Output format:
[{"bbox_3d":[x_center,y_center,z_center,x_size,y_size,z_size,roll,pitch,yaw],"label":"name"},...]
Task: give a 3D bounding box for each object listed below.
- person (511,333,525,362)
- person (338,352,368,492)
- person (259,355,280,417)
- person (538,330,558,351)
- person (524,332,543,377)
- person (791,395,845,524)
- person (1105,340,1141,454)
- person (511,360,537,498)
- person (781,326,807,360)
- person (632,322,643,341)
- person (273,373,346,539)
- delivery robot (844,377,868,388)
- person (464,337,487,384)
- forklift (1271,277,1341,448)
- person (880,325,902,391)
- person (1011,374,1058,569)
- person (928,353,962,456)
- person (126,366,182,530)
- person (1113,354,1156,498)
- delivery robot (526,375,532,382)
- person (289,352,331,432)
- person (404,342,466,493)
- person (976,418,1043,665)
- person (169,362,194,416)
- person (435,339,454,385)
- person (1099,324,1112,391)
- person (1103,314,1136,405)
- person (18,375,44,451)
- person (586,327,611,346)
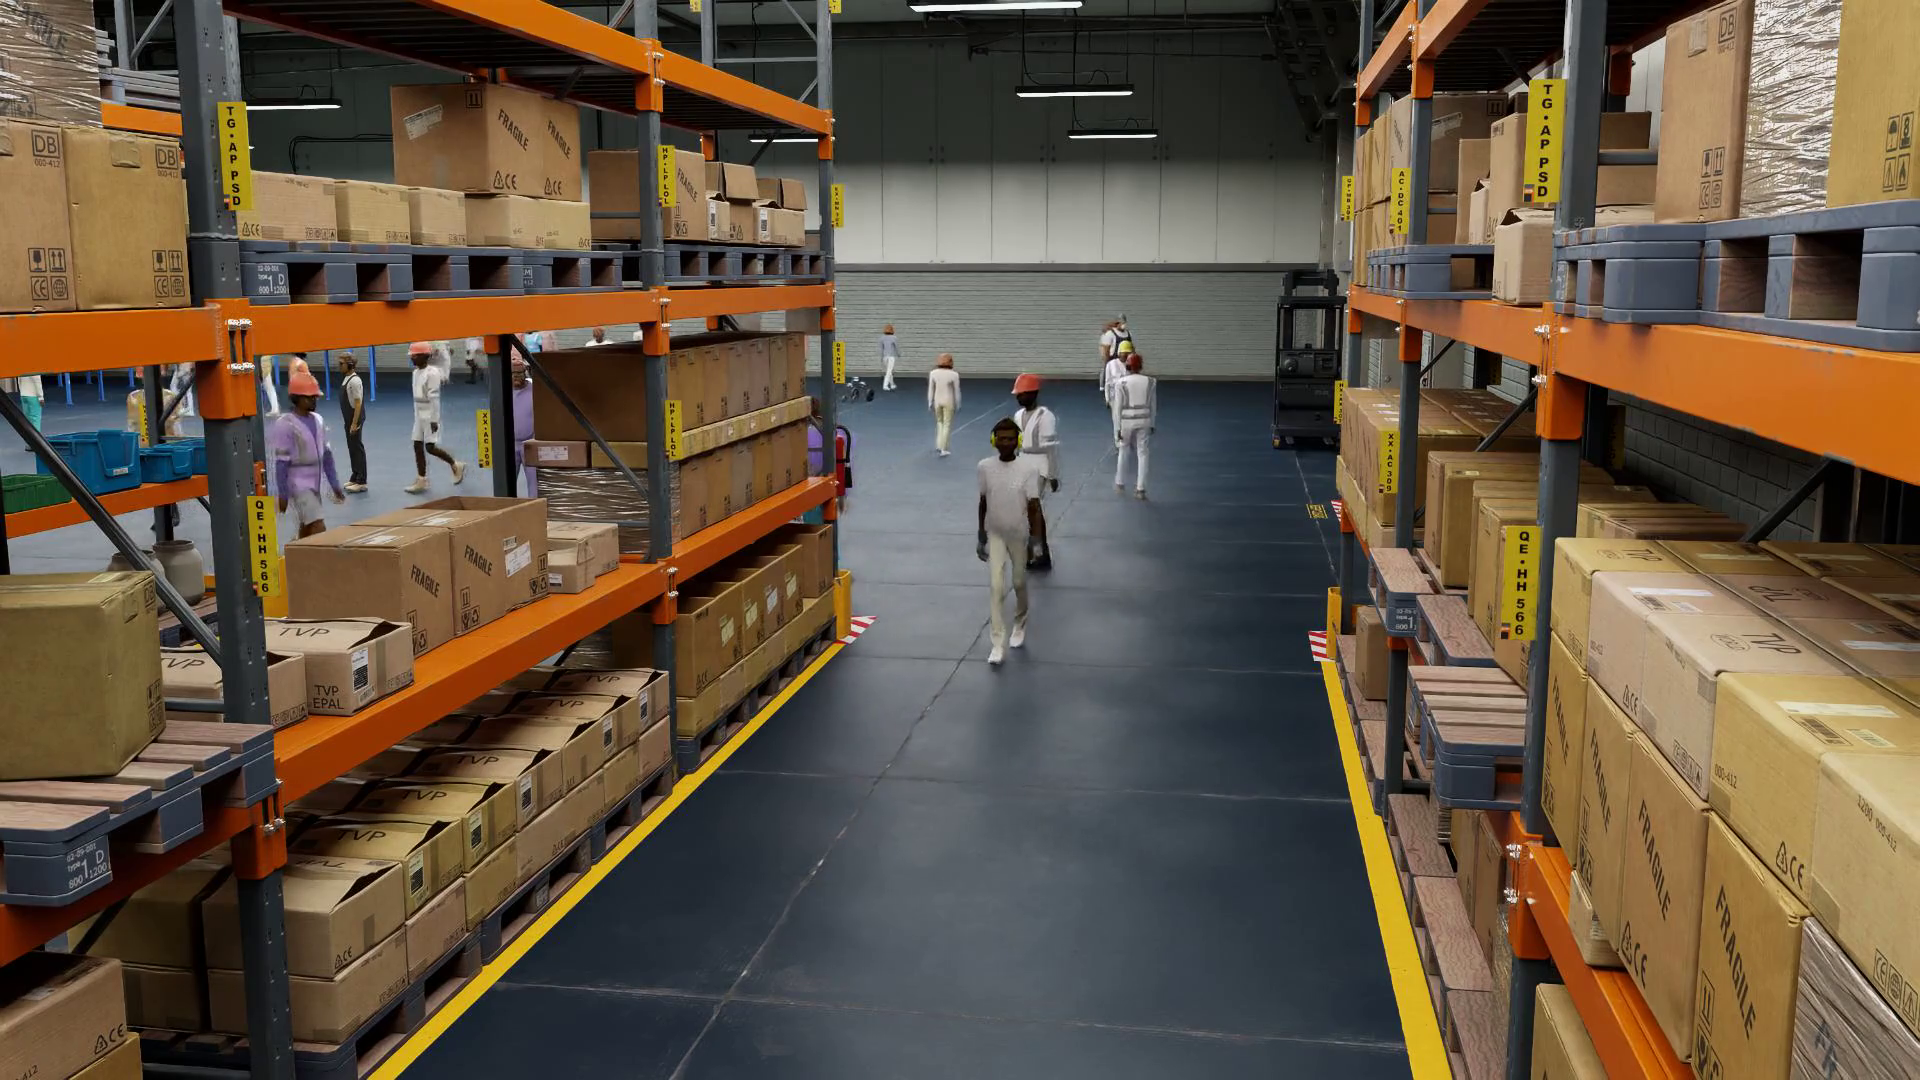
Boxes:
[{"bbox_3d":[-10.578,-4.380,39.242,0.642,1.909,0.399,-6,11,-33],"label":"person"},{"bbox_3d":[-8.089,-1.571,22.109,0.345,1.847,0.508,-6,11,-32],"label":"person"},{"bbox_3d":[-14.072,-3.340,33.159,0.945,1.790,0.643,0,9,2],"label":"person"},{"bbox_3d":[-10.583,-4.845,42.702,0.604,1.721,0.421,1,9,9],"label":"person"},{"bbox_3d":[-10.511,-4.557,41.053,0.561,1.663,0.394,3,10,18],"label":"person"},{"bbox_3d":[-1.277,-0.367,14.726,0.465,1.822,0.588,7,12,37],"label":"person"},{"bbox_3d":[2.612,-2.286,26.627,0.600,1.815,0.417,0,9,1],"label":"person"},{"bbox_3d":[-5.030,-1.109,19.067,0.642,1.909,0.399,-1,9,-8],"label":"person"},{"bbox_3d":[-3.933,-4.392,39.347,0.675,1.890,0.474,2,9,14],"label":"person"},{"bbox_3d":[-8.138,-4.821,42.759,0.545,1.653,0.889,-6,11,-33],"label":"person"},{"bbox_3d":[-5.718,-0.470,14.803,0.762,2.019,0.610,2,9,10],"label":"person"},{"bbox_3d":[-2.318,-3.535,37.230,0.335,0.223,0.698,5,11,30],"label":"delivery robot"},{"bbox_3d":[-12.533,-4.986,42.919,0.584,1.927,0.544,2,9,9],"label":"person"},{"bbox_3d":[5.847,-3.016,27.970,1.129,2.768,1.873,1,9,9],"label":"forklift"},{"bbox_3d":[-1.728,-4.475,40.785,0.505,1.595,0.816,6,11,33],"label":"person"},{"bbox_3d":[0.648,-0.666,16.303,0.693,1.912,0.576,-6,11,-32],"label":"person"},{"bbox_3d":[-0.212,-2.153,26.370,0.533,1.614,0.521,4,10,23],"label":"person"},{"bbox_3d":[-9.088,-1.067,18.764,0.547,1.921,0.432,0,9,-2],"label":"person"},{"bbox_3d":[2.265,-1.505,21.714,0.584,1.839,0.944,-1,9,-7],"label":"person"},{"bbox_3d":[-9.818,-3.508,37.863,0.477,0.478,0.707,5,10,27],"label":"delivery robot"},{"bbox_3d":[-11.444,-2.604,29.041,0.881,1.651,0.542,-7,11,-36],"label":"person"},{"bbox_3d":[-7.000,-1.642,22.017,0.622,2.021,0.743,9,13,43],"label":"person"},{"bbox_3d":[0.388,-0.033,12.674,0.533,1.831,0.935,2,9,10],"label":"person"},{"bbox_3d":[-15.693,-3.415,33.471,0.585,1.851,0.522,3,10,19],"label":"person"},{"bbox_3d":[-13.059,-4.892,42.348,0.663,1.920,0.646,2,9,11],"label":"person"},{"bbox_3d":[3.584,-4.449,40.509,0.269,1.632,0.509,-6,11,-33],"label":"person"},{"bbox_3d":[3.494,-3.848,35.681,0.699,2.000,1.004,-6,11,-33],"label":"person"},{"bbox_3d":[-15.000,-2.306,26.908,0.522,1.761,0.321,5,11,29],"label":"person"},{"bbox_3d":[-7.069,-3.277,32.689,0.599,1.834,0.999,0,9,-2],"label":"person"}]
